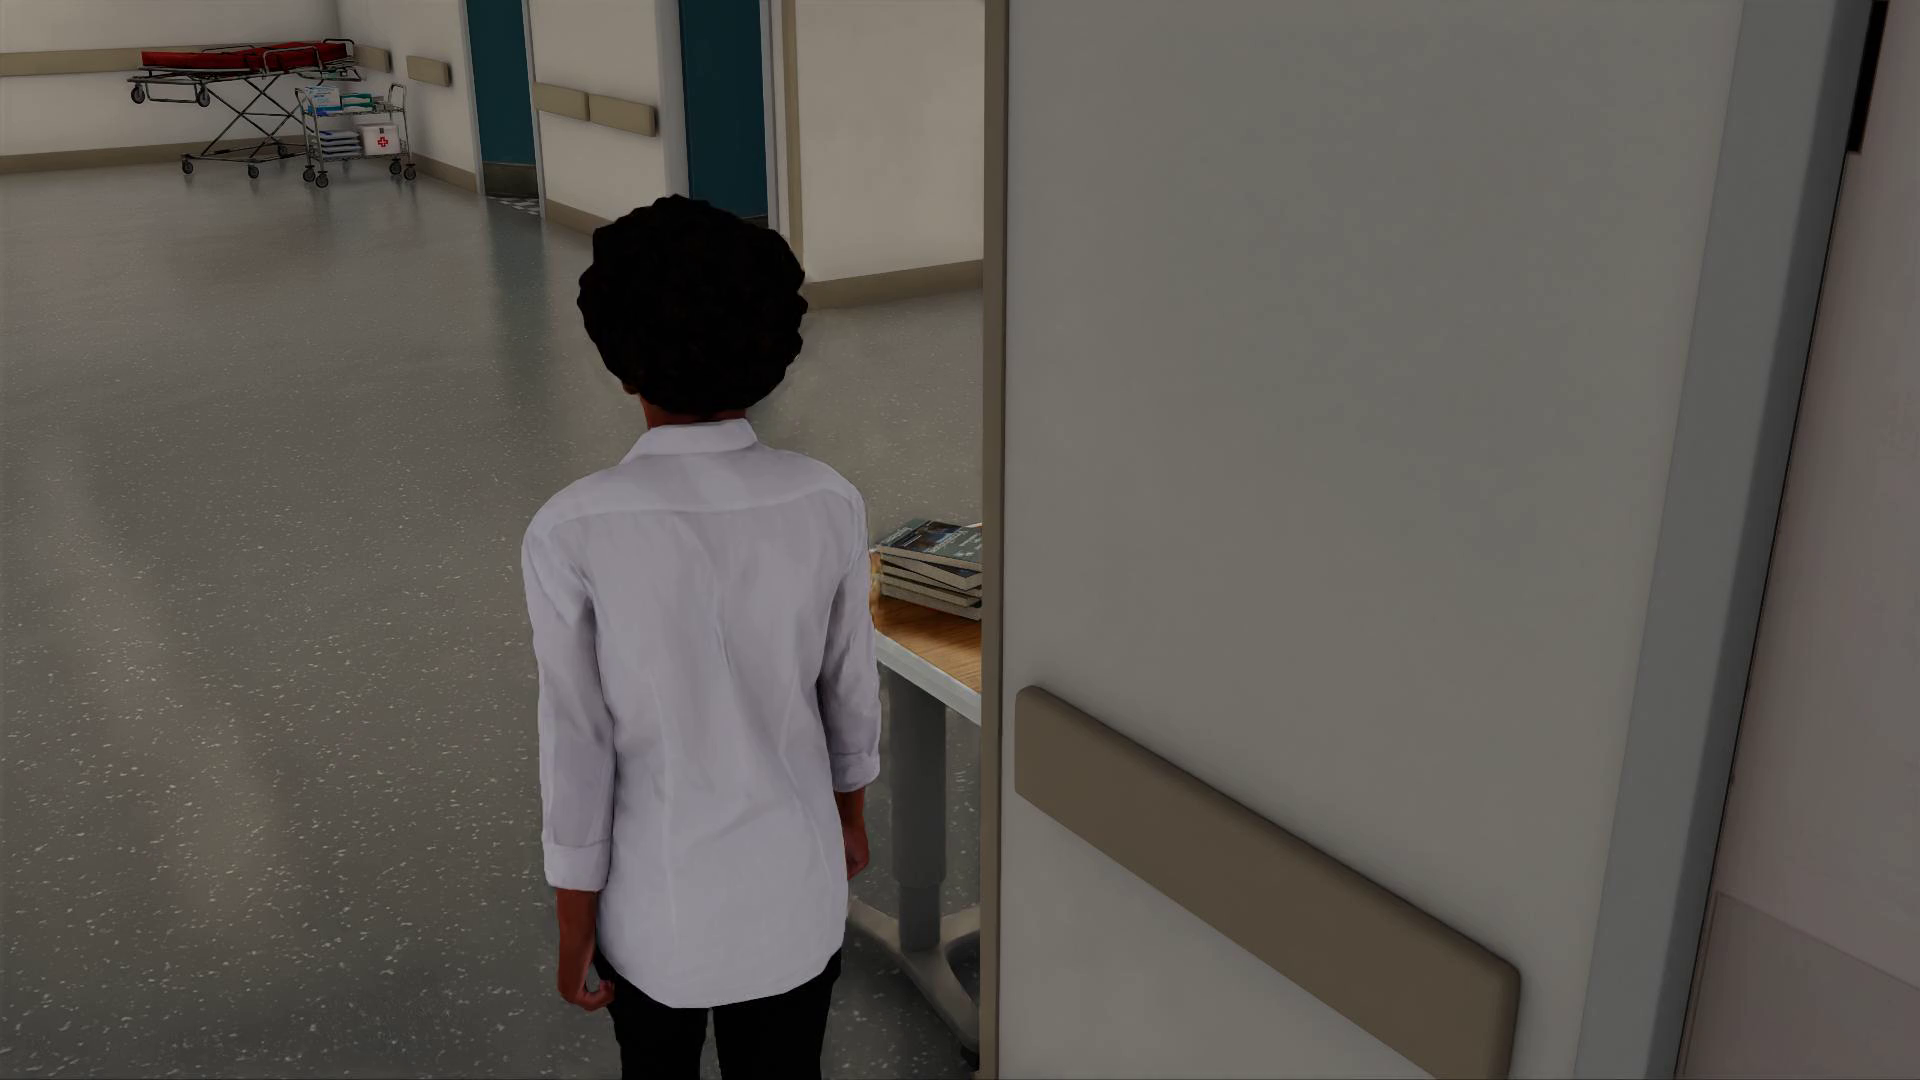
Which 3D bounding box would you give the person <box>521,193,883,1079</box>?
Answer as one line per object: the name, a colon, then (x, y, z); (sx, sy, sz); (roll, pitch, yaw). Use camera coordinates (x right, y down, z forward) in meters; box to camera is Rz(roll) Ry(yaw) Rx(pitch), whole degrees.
person: (-0.300, 0.482, 2.214); (0.802, 1.779, 1.026); (-7, 22, -18)
